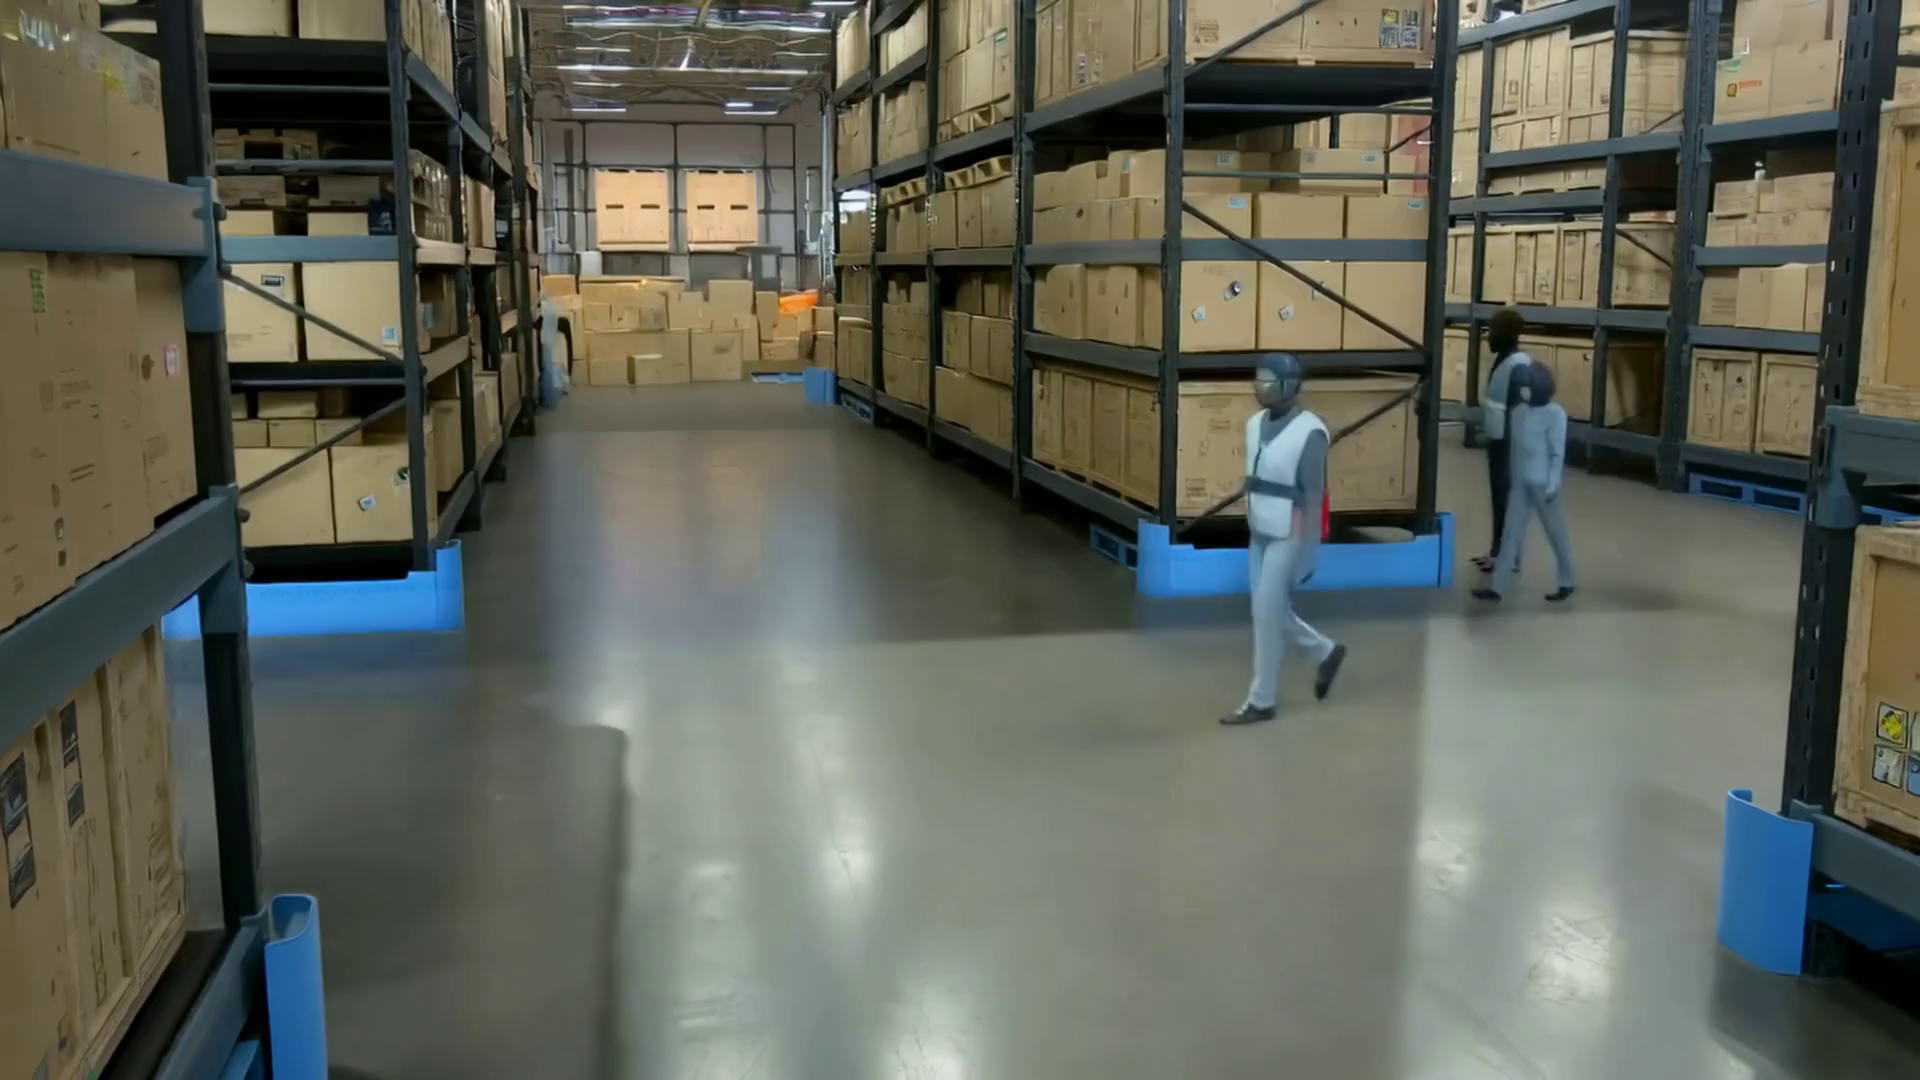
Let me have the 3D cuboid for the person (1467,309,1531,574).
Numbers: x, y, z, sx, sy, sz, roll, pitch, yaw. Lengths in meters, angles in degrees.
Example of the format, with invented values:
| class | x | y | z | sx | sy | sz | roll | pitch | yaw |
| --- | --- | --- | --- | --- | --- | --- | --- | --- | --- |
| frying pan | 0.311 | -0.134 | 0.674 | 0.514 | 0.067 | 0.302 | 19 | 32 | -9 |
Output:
| class | x | y | z | sx | sy | sz | roll | pitch | yaw |
| --- | --- | --- | --- | --- | --- | --- | --- | --- | --- |
| person | 3.968 | -0.711 | 12.081 | 0.390 | 1.920 | 0.587 | 1 | 9 | 5 |

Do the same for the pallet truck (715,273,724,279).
| class | x | y | z | sx | sy | sz | roll | pitch | yaw |
| --- | --- | --- | --- | --- | --- | --- | --- | --- | --- |
| pallet truck | -8.580 | -8.986 | 62.280 | 1.885 | 1.965 | 0.823 | 1 | 9 | 5 |

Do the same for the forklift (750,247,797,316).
| class | x | y | z | sx | sy | sz | roll | pitch | yaw |
| --- | --- | --- | --- | --- | --- | --- | --- | --- | --- |
| forklift | -5.884 | -7.530 | 50.722 | 1.129 | 2.768 | 1.873 | -7 | 12 | -38 |

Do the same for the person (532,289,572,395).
| class | x | y | z | sx | sy | sz | roll | pitch | yaw |
| --- | --- | --- | --- | --- | --- | --- | --- | --- | --- |
| person | -7.134 | -3.402 | 28.734 | 0.841 | 1.878 | 0.673 | 5 | 11 | 30 |

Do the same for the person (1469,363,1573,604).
| class | x | y | z | sx | sy | sz | roll | pitch | yaw |
| --- | --- | --- | --- | --- | --- | --- | --- | --- | --- |
| person | 3.759 | -0.357 | 10.895 | 0.843 | 1.589 | 0.520 | -5 | 11 | -27 |

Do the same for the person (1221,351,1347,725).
| class | x | y | z | sx | sy | sz | roll | pitch | yaw |
| --- | --- | --- | --- | --- | --- | --- | --- | --- | --- |
| person | 1.620 | -0.017 | 8.155 | 0.718 | 1.826 | 0.569 | -4 | 10 | -22 |
